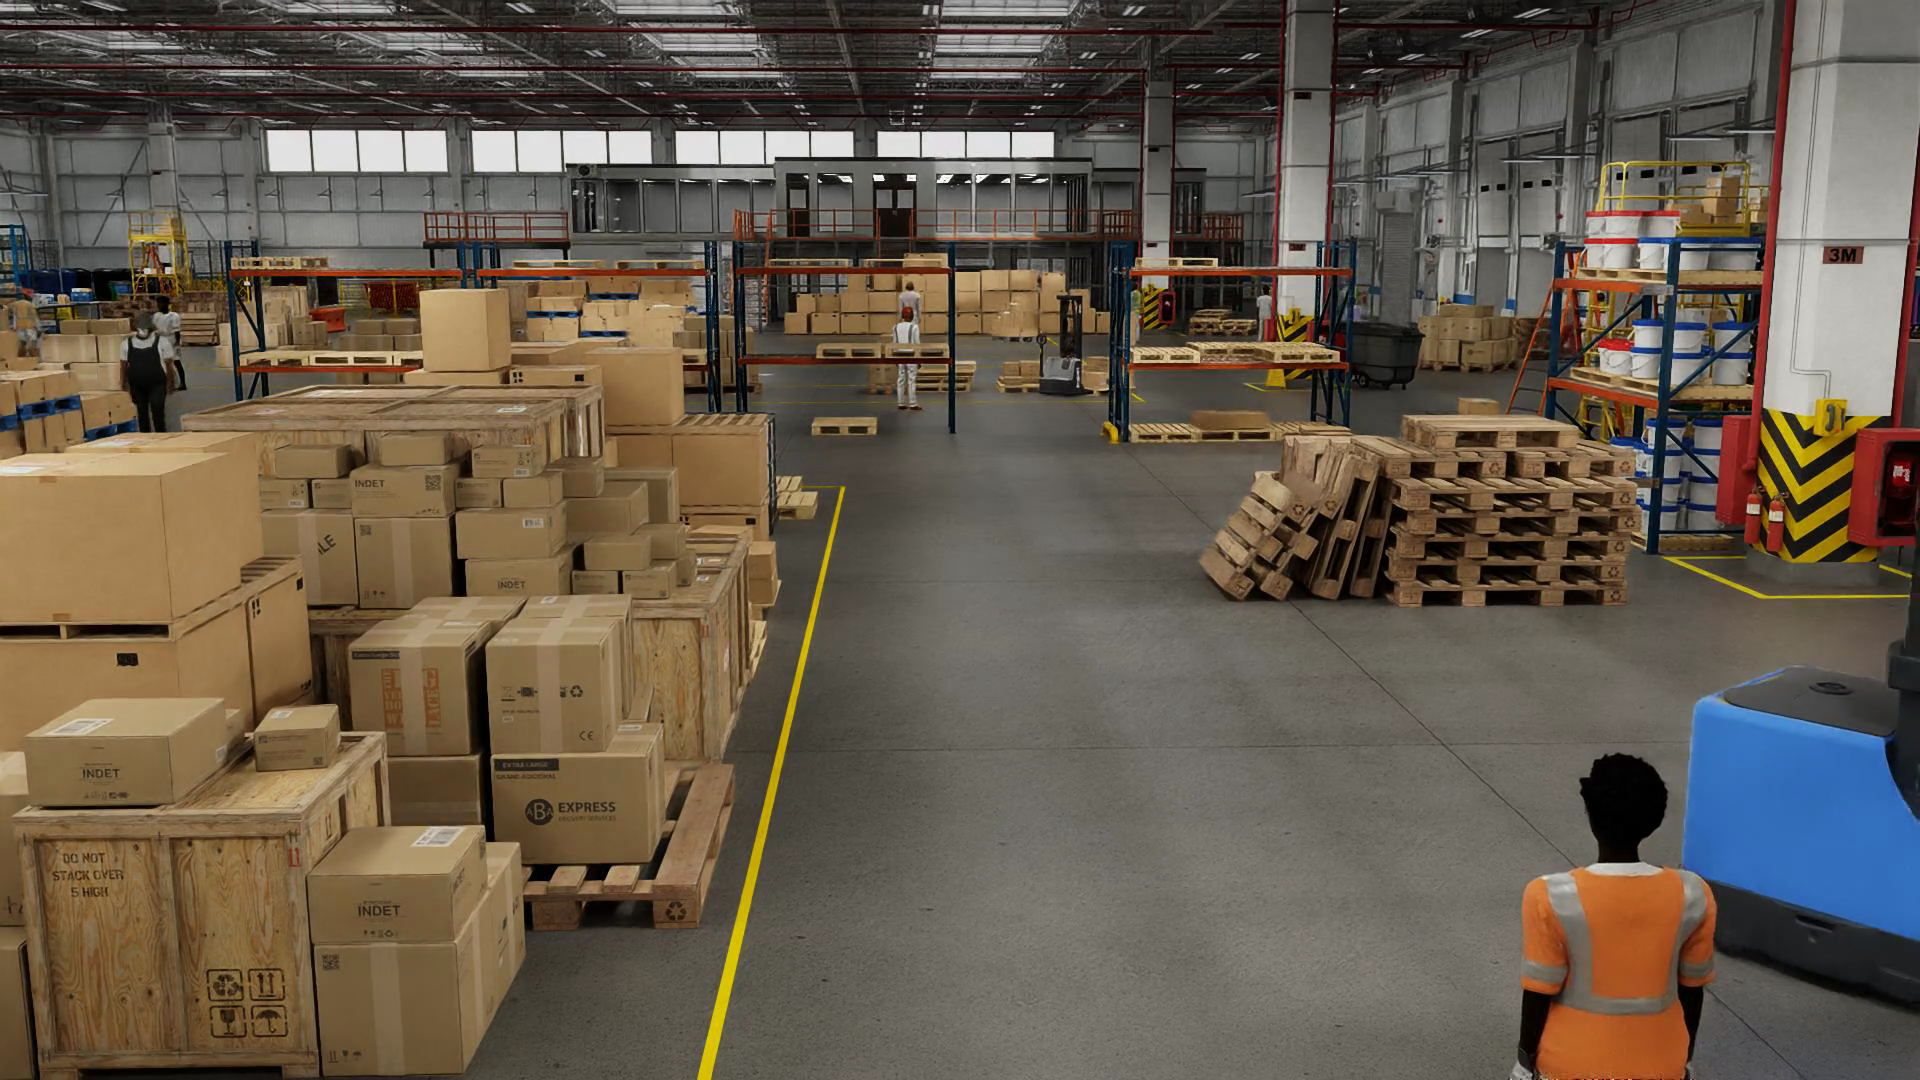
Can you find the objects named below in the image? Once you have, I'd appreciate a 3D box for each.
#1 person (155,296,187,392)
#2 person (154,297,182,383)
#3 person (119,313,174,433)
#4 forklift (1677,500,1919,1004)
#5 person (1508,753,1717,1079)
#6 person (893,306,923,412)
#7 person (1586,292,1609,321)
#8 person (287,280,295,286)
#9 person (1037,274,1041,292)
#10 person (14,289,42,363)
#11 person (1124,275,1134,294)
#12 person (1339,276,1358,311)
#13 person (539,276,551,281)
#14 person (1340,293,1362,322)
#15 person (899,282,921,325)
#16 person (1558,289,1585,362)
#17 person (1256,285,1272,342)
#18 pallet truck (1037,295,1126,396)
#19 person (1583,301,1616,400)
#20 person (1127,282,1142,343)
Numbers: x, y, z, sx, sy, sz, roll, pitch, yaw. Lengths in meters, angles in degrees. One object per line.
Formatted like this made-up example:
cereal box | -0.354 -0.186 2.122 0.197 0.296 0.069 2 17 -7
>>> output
person | -16.045 -3.972 33.719 0.619 1.953 0.396 4 11 22
person | -17.074 -4.306 35.846 0.549 1.848 0.429 -4 11 -20
person | -11.816 -2.299 24.130 0.710 2.000 0.541 -2 10 -13
forklift | 4.089 0.413 6.681 1.129 2.768 1.873 -9 13 -40
person | 1.728 1.406 4.461 0.549 1.698 0.319 -1 10 -4
person | -0.927 -3.234 29.770 0.583 1.884 0.350 7 12 34
person | 15.055 -4.914 39.247 0.636 1.842 0.429 -4 11 -20
person | -19.709 -6.719 49.120 0.623 1.906 0.451 0 10 2
person | 2.927 -8.685 60.143 0.994 1.901 0.544 -4 11 -23
person | -22.780 -5.181 40.621 0.691 1.890 0.455 0 10 0
person | 6.241 -8.919 61.501 0.588 1.863 0.691 9 13 40
person | 12.578 -7.611 54.021 0.530 1.927 0.635 -9 13 -40
person | -18.788 -11.380 75.299 0.554 1.823 0.584 -1 10 -6
person | 8.859 -4.733 38.108 0.609 1.884 0.898 -8 13 -36
person | -1.370 -6.116 45.676 0.627 1.940 0.372 0 10 1
person | 15.442 -5.427 41.807 1.016 1.940 0.619 7 12 34
person | 8.307 -5.998 45.224 0.532 1.865 0.310 4 11 24
pallet truck | 2.483 -3.881 33.060 1.885 1.965 0.823 -7 13 -36
person | 12.365 -3.675 32.208 0.594 1.900 0.886 2 10 12
person | 5.180 -6.782 49.699 0.430 1.836 0.619 6 12 30
